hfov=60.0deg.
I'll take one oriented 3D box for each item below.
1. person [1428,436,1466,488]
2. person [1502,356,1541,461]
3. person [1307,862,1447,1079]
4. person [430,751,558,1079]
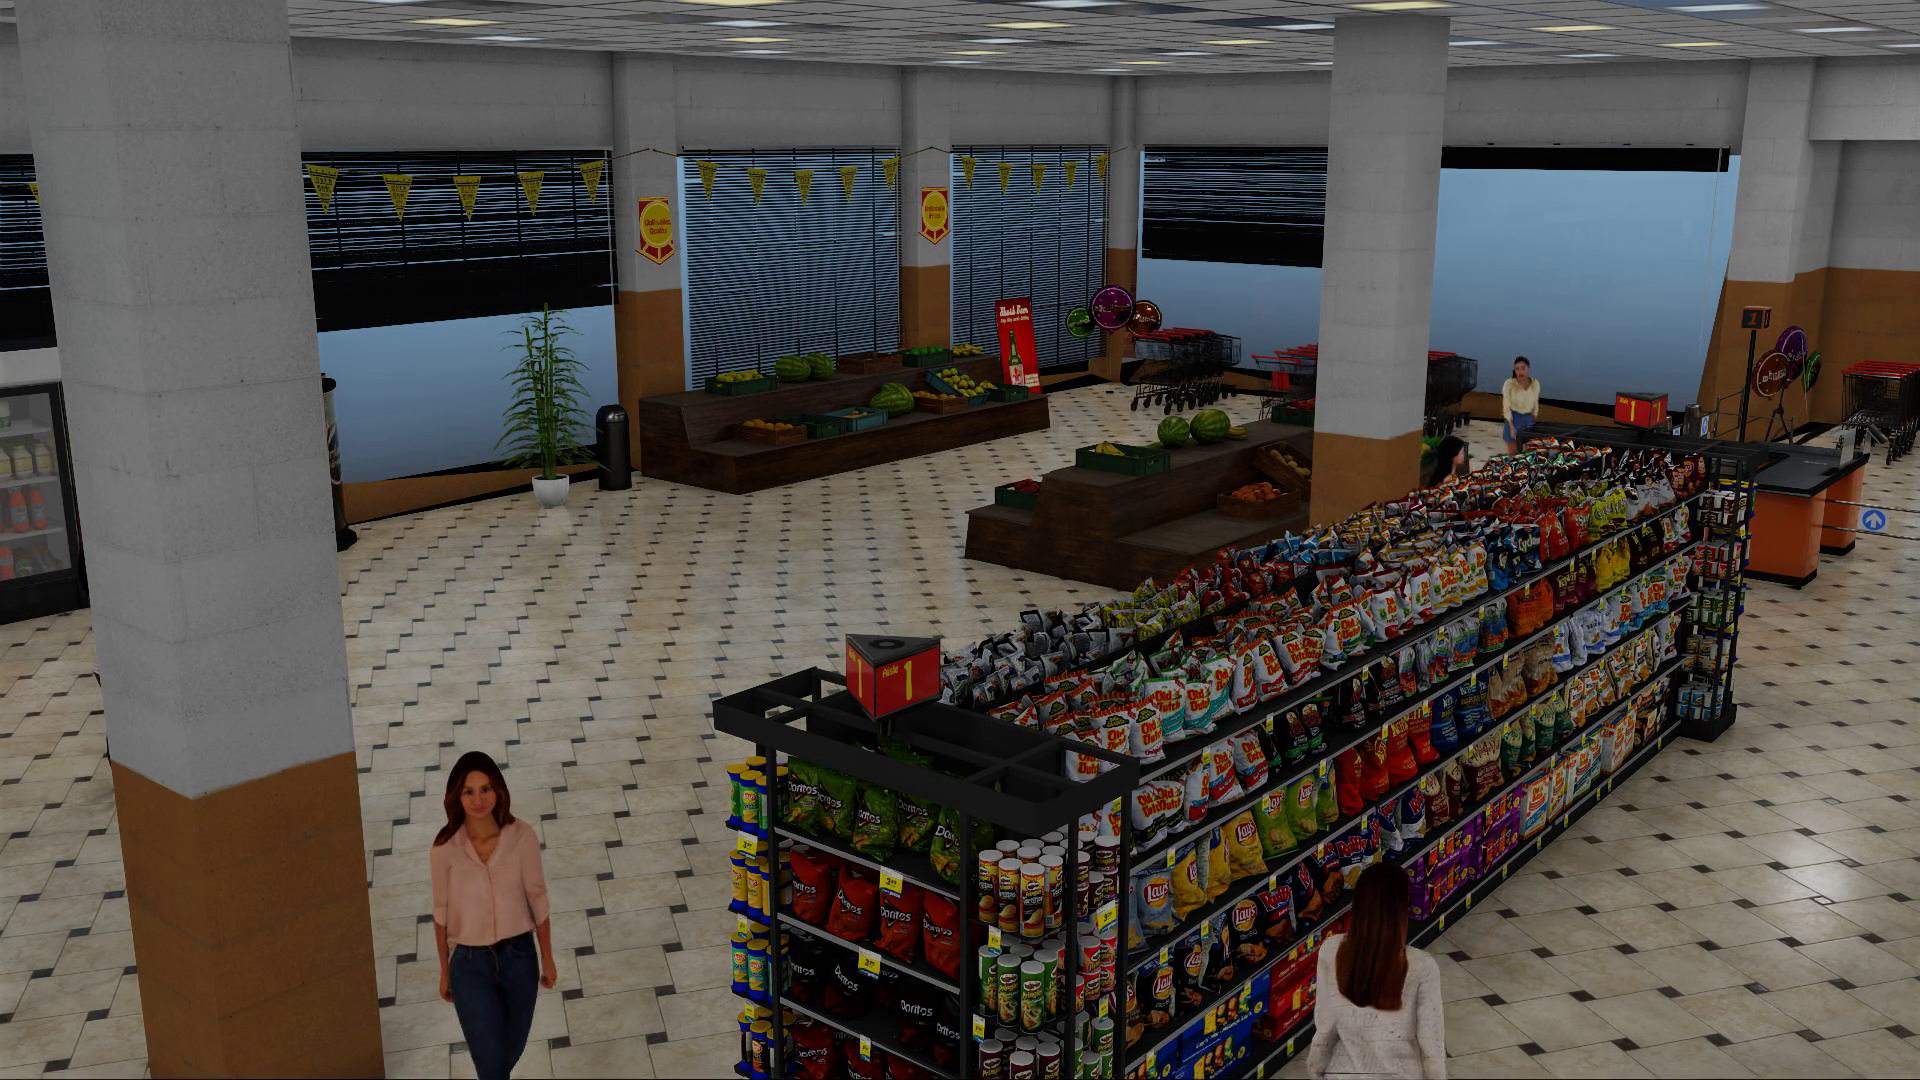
[{"bbox_3d":[3.741,0.057,13.153,0.932,1.760,0.872,-1,14,-6],"label":"person"},{"bbox_3d":[6.373,-1.302,19.092,0.926,1.602,0.986,-2,14,-7],"label":"person"},{"bbox_3d":[1.387,1.934,5.620,0.600,1.663,1.081,11,18,39],"label":"person"},{"bbox_3d":[-1.835,1.660,6.558,1.133,1.754,1.009,-6,15,-22],"label":"person"}]
